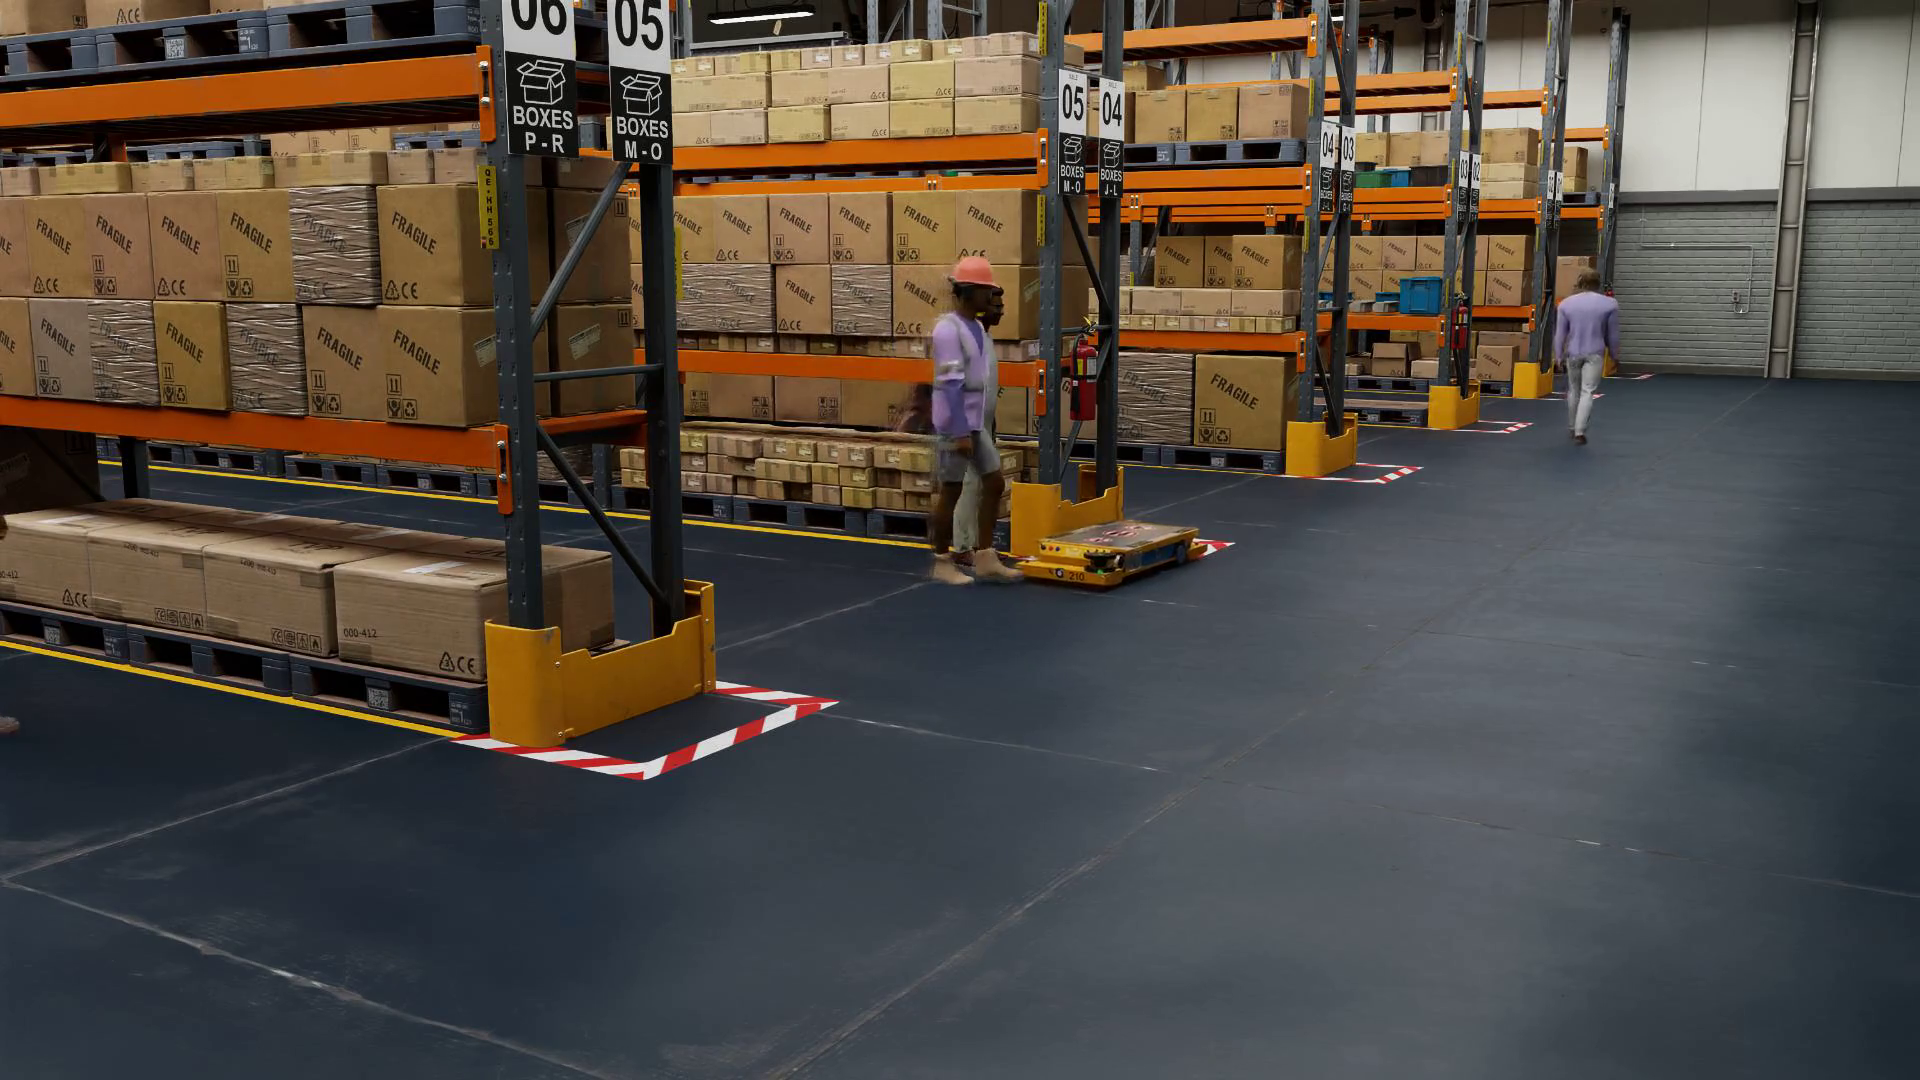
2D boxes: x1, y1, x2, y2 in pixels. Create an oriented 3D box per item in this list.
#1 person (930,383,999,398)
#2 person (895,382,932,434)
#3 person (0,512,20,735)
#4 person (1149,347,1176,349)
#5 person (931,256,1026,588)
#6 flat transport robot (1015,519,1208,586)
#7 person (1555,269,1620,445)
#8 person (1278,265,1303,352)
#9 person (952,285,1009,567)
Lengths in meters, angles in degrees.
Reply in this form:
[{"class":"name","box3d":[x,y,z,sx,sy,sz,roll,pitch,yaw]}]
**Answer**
[{"class":"person","box3d":[0.039,-1.373,14.664,0.585,1.825,0.597,-8,12,-38]},{"class":"person","box3d":[-0.293,-1.577,15.785,0.982,1.858,0.648,1,10,6]},{"class":"person","box3d":[-4.530,-0.143,7.096,0.953,1.954,0.616,2,10,10]},{"class":"person","box3d":[2.384,-2.146,19.567,0.319,1.694,0.532,2,10,12]},{"class":"person","box3d":[0.079,-0.694,10.105,0.600,2.022,0.689,5,11,26]},{"class":"flat transport robot","box3d":[1.007,0.062,10.791,0.652,0.197,1.431,6,12,33]},{"class":"person","box3d":[6.863,-2.007,18.180,0.641,1.882,1.023,6,11,32]},{"class":"person","box3d":[3.904,-2.218,19.324,0.498,1.929,0.664,6,11,32]},{"class":"person","box3d":[0.129,-0.752,10.932,0.325,1.858,0.515,4,10,21]}]
